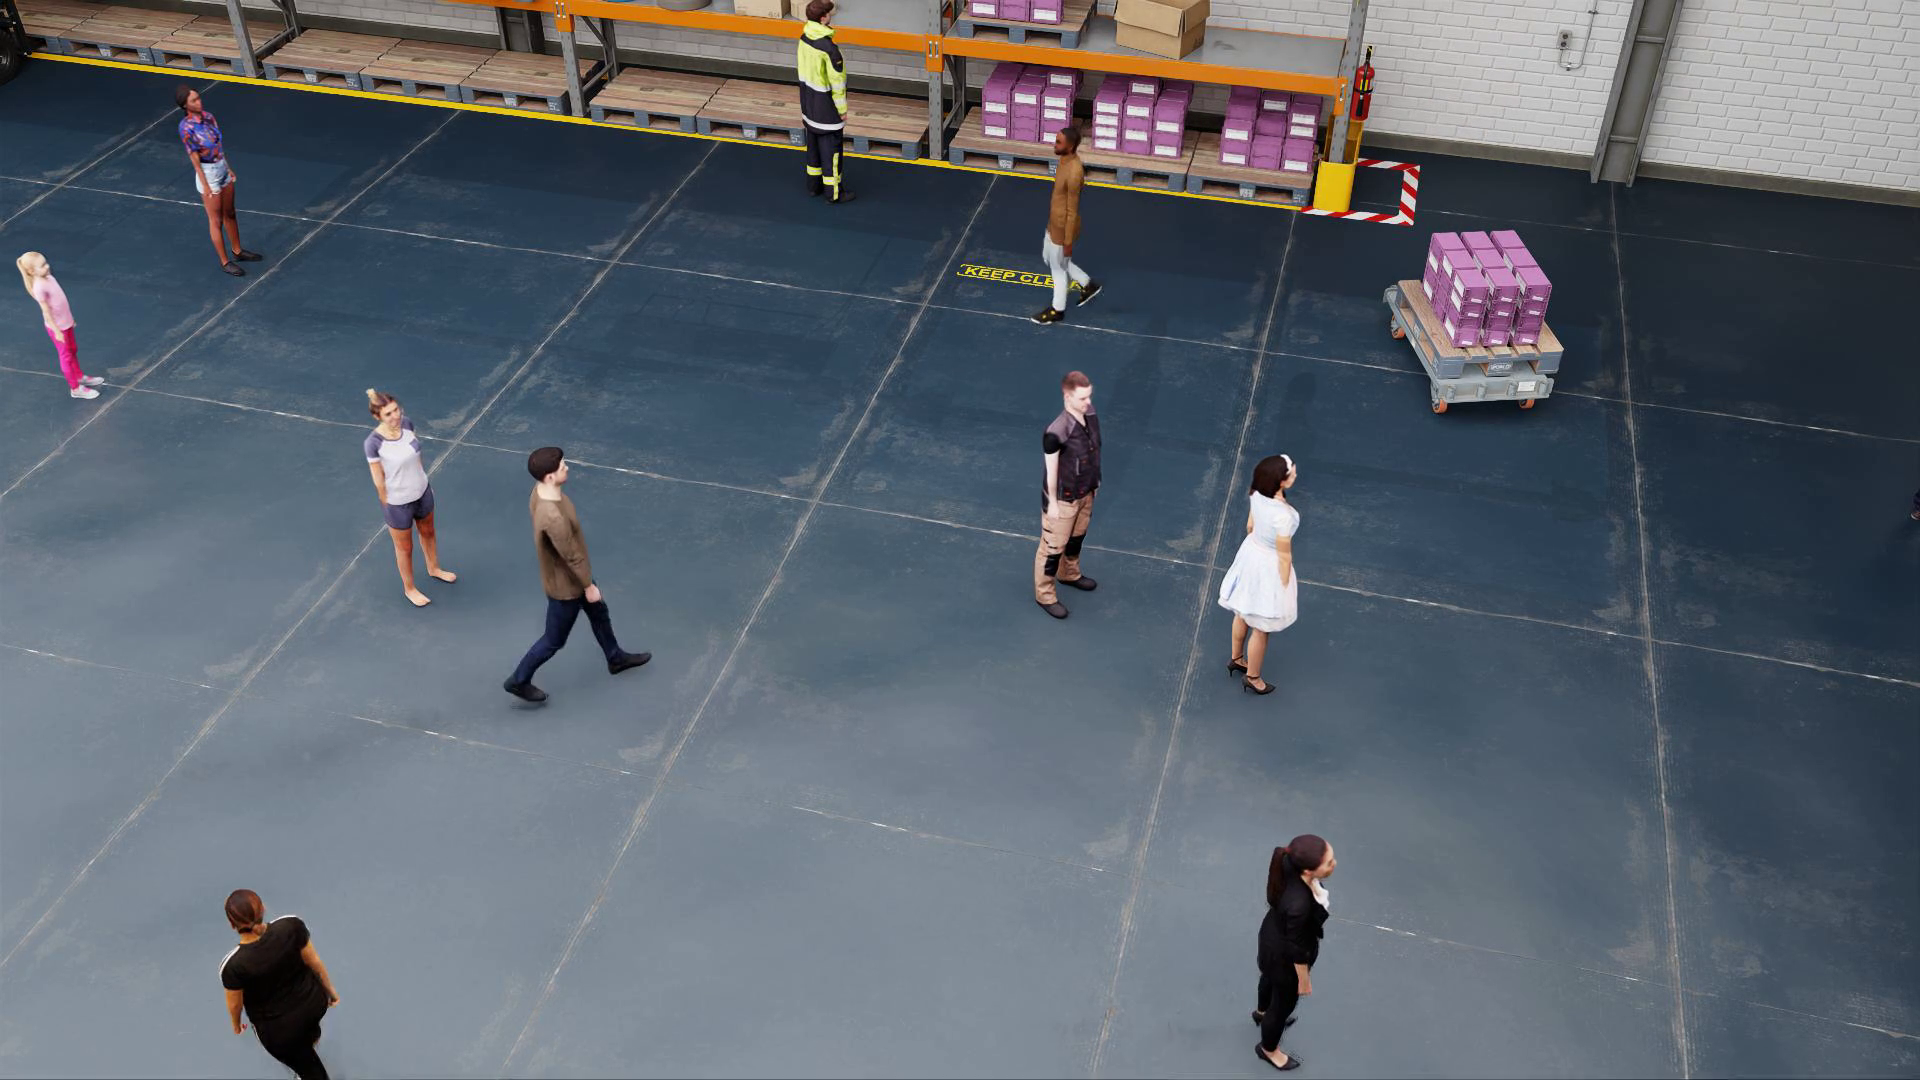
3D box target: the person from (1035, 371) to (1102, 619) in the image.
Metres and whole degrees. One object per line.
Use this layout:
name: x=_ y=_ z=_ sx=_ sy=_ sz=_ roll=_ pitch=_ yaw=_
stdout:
person: x=0.721 y=-0.350 z=11.159 sx=0.727 sy=1.844 sz=0.760 roll=25 pitch=45 yaw=28

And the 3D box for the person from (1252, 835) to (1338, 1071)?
person: x=1.600 y=2.043 z=8.312 sx=0.615 sy=1.659 sz=0.664 roll=1 pitch=39 yaw=2

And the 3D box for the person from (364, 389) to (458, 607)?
person: x=-3.766 y=-0.308 z=11.283 sx=0.613 sy=1.624 sz=0.638 roll=19 pitch=42 yaw=22

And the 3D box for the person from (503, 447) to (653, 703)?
person: x=-2.547 y=0.266 z=10.383 sx=1.282 sy=1.852 sz=1.076 roll=-11 pitch=40 yaw=-13

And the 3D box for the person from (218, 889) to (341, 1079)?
person: x=-3.172 y=2.315 z=7.990 sx=1.101 sy=1.636 sz=0.871 roll=27 pitch=46 yaw=30

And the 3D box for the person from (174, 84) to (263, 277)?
person: x=-6.667 y=-3.228 z=14.845 sx=0.513 sy=1.742 sz=0.588 roll=8 pitch=39 yaw=10

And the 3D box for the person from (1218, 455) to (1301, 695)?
person: x=1.909 y=0.220 z=10.467 sx=0.905 sy=1.818 sz=0.854 roll=-13 pitch=41 yaw=-16

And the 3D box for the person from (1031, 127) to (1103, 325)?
person: x=0.959 y=-2.656 z=14.077 sx=0.980 sy=1.808 sz=0.848 roll=-5 pitch=39 yaw=-7

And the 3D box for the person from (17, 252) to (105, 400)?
person: x=-7.245 y=-1.742 z=13.362 sx=0.606 sy=1.270 sz=0.567 roll=-6 pitch=39 yaw=-7

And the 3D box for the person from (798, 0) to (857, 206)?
person: x=-1.305 y=-4.187 z=15.853 sx=0.929 sy=1.982 sz=0.822 roll=-27 pitch=46 yaw=-30
